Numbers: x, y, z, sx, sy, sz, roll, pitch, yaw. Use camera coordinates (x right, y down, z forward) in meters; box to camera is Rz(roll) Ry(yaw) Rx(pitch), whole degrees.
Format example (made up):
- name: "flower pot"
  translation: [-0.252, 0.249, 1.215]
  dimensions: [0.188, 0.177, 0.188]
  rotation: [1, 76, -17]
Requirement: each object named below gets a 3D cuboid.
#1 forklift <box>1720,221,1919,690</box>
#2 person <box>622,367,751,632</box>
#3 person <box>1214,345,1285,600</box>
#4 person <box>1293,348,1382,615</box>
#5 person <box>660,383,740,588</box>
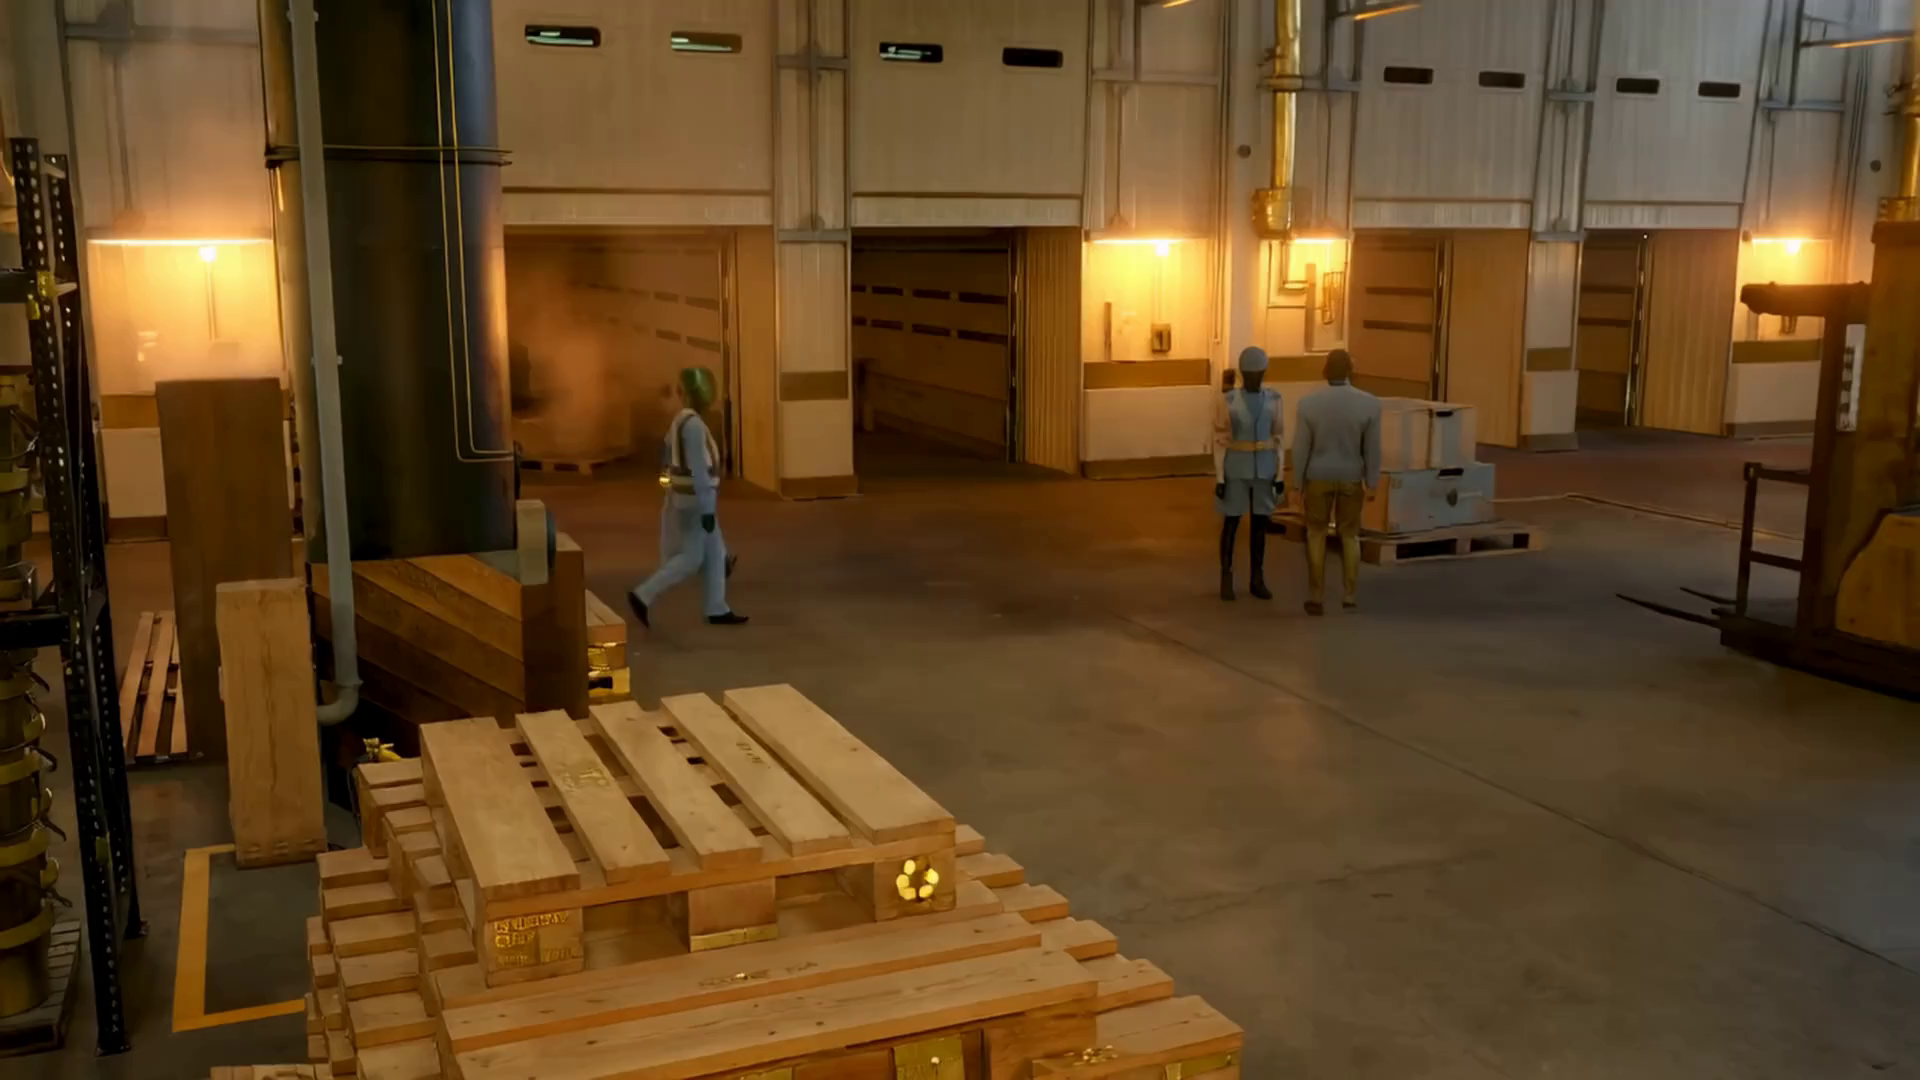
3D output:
- name: "forklift"
  translation: [5.949, -0.550, 10.218]
  dimensions: [1.129, 2.768, 1.873]
  rotation: [-4, 11, -23]
- name: "person"
  translation: [-1.903, -0.264, 11.480]
  dimensions: [0.816, 1.857, 0.582]
  rotation: [-2, 10, -9]
- name: "person"
  translation: [2.189, -0.501, 12.549]
  dimensions: [0.553, 1.935, 0.364]
  rotation: [-2, 10, -10]
- name: "person"
  translation: [2.729, -0.416, 12.081]
  dimensions: [0.635, 1.937, 0.359]
  rotation: [1, 10, 5]
- name: "person"
  translation: [-2.110, -0.423, 12.996]
  dimensions: [0.662, 1.616, 0.519]
  rotation: [0, 10, -1]
